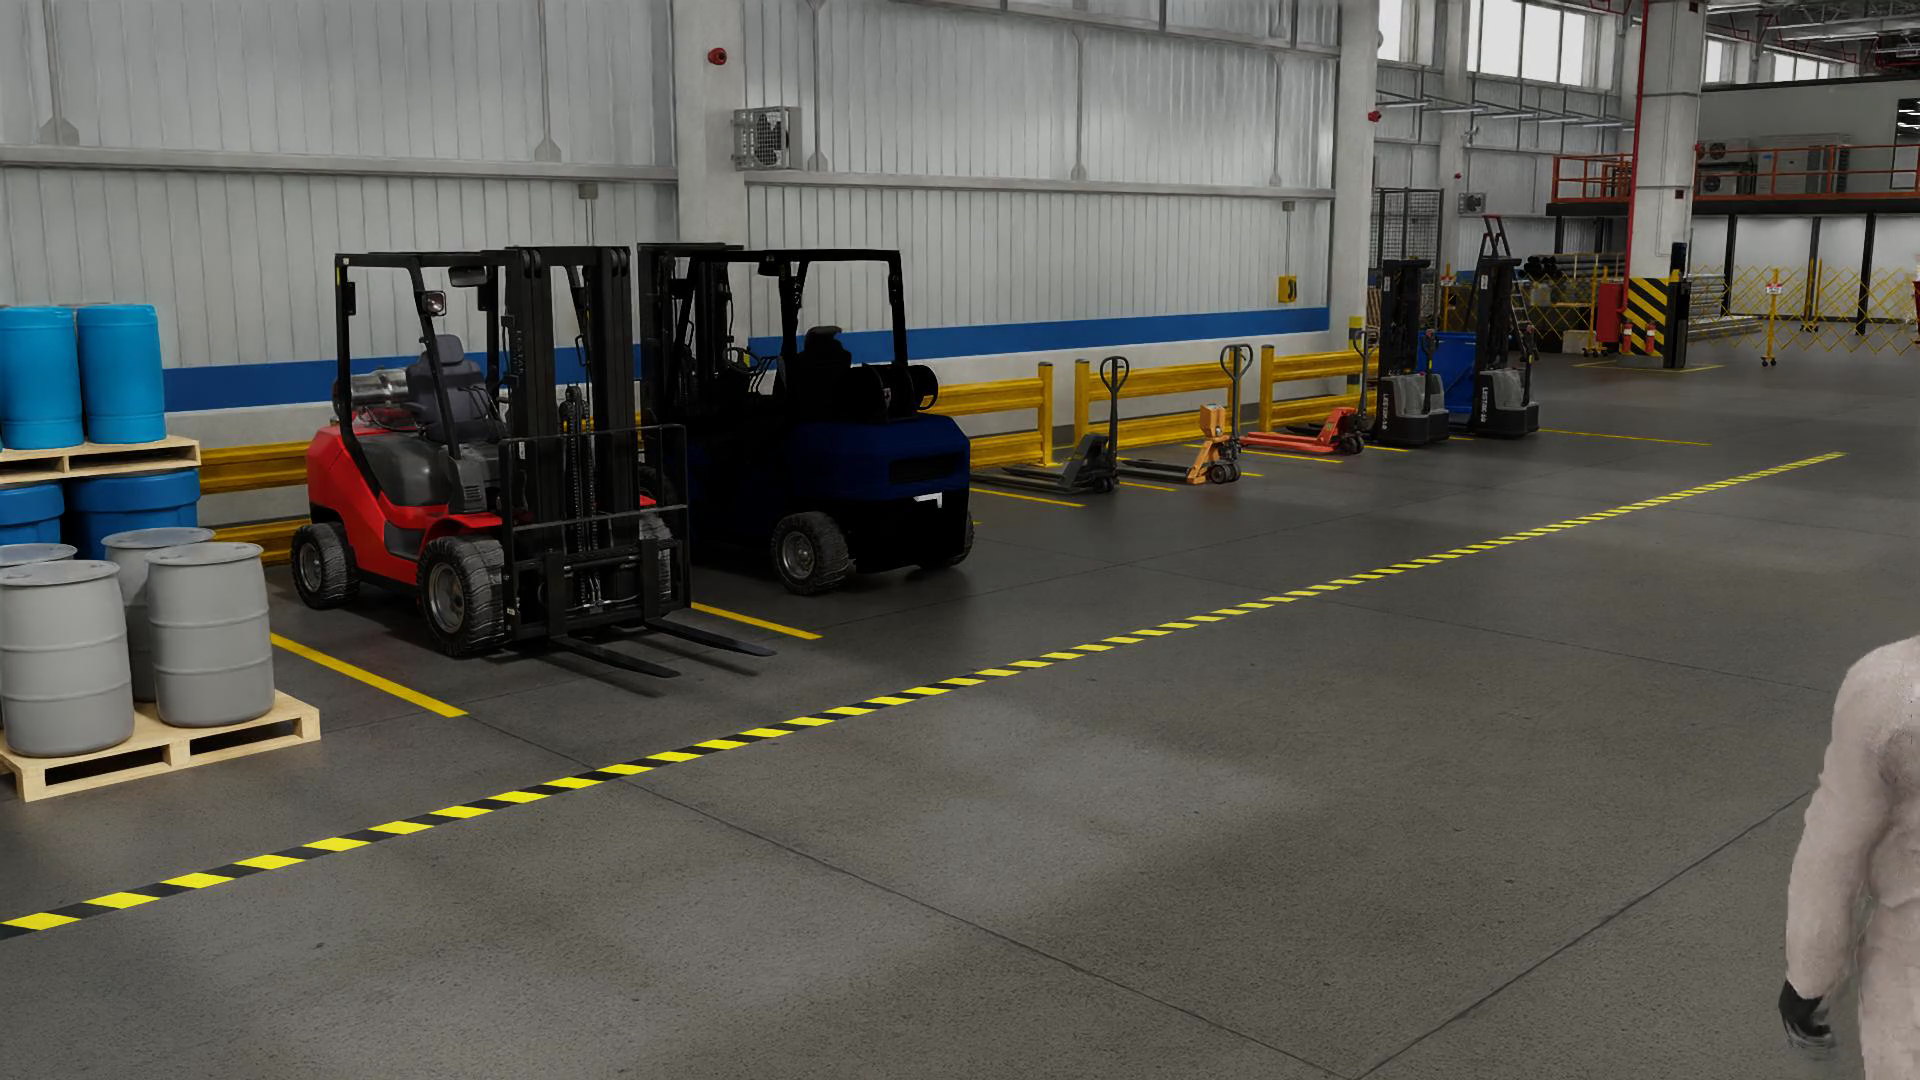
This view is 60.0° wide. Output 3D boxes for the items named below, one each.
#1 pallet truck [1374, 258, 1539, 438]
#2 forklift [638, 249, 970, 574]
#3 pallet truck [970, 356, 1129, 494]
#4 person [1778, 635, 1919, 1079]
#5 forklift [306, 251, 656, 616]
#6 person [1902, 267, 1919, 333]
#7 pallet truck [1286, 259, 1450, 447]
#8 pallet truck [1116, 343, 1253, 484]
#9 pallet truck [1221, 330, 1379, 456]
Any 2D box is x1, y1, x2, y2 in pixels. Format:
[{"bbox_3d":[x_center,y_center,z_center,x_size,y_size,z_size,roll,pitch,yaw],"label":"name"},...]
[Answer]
[{"bbox_3d":[5.704,-2.208,18.901,1.885,1.965,0.823,10,14,43],"label":"pallet truck"},{"bbox_3d":[-1.173,-0.958,11.239,2.680,1.987,1.157,10,14,43],"label":"forklift"},{"bbox_3d":[0.784,-1.085,14.876,0.680,1.201,1.601,-10,14,-44],"label":"pallet truck"},{"bbox_3d":[1.836,0.791,2.943,0.656,1.862,1.008,1,10,7],"label":"person"},{"bbox_3d":[-2.833,-0.669,9.694,1.157,1.987,2.680,-10,14,-44],"label":"forklift"},{"bbox_3d":[22.176,-5.693,38.286,0.544,1.861,0.601,0,10,-2],"label":"person"},{"bbox_3d":[4.493,-2.078,18.196,0.823,1.965,1.885,-9,14,-40],"label":"pallet truck"},{"bbox_3d":[1.962,-1.215,15.415,1.522,1.261,0.704,10,14,43],"label":"pallet truck"},{"bbox_3d":[3.563,-1.581,17.381,0.653,1.274,1.630,-10,14,-44],"label":"pallet truck"}]
